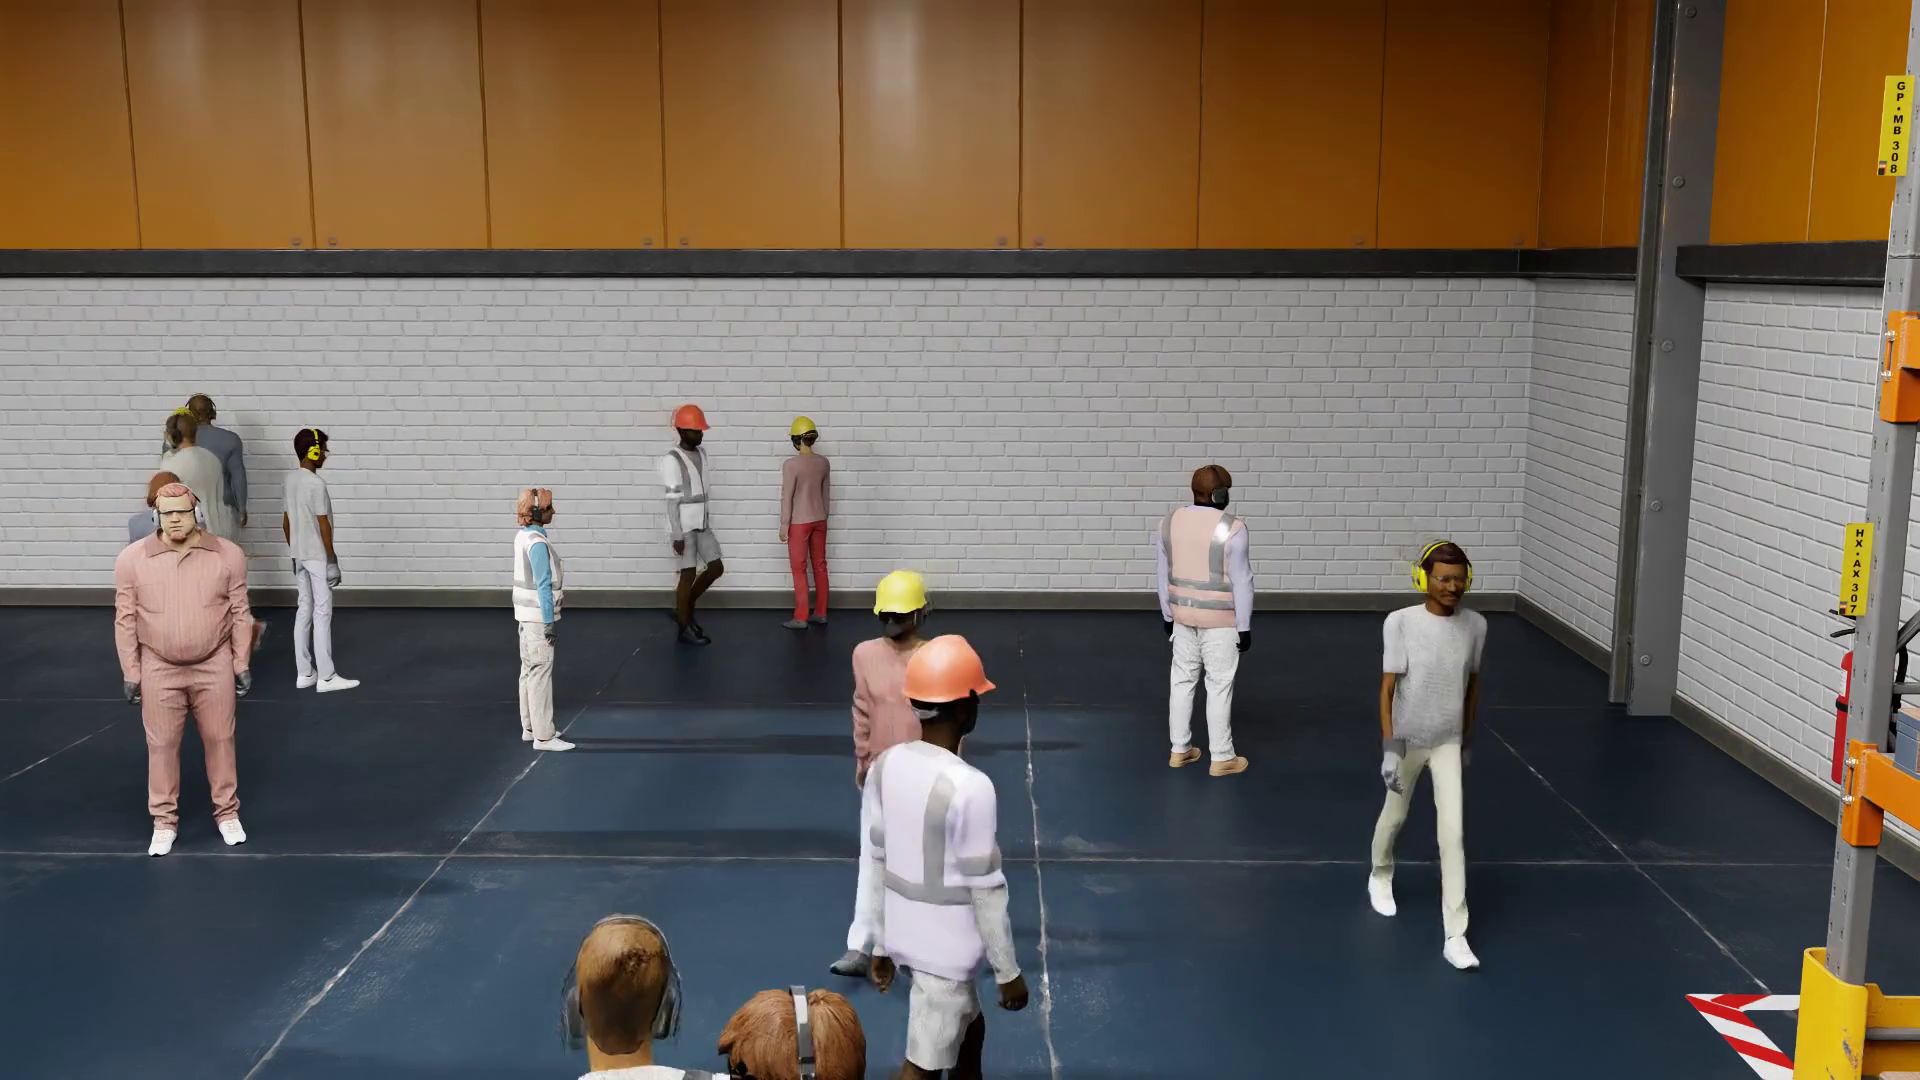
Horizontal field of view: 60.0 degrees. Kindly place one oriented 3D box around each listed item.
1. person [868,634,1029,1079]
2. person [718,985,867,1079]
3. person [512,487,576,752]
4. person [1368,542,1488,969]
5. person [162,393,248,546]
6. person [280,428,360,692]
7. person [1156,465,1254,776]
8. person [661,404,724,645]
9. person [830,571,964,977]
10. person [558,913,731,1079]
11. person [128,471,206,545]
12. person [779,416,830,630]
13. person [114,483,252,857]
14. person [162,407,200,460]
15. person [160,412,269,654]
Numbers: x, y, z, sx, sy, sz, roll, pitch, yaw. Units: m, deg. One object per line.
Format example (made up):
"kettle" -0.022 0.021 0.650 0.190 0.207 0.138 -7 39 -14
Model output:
"person" -0.121 1.237 5.104 0.972 1.903 0.538 -6 11 -32
"person" -0.254 1.639 2.851 0.429 1.843 0.627 -3 10 -18
"person" -2.614 0.492 10.329 0.308 1.640 0.511 -5 11 -27
"person" 2.070 0.895 7.398 0.535 1.821 1.002 -1 10 -4
"person" -6.300 -0.260 13.946 0.629 1.937 0.373 -3 10 -16
"person" -4.558 0.142 11.757 0.518 1.865 0.327 7 12 35
"person" 1.469 0.470 9.857 0.634 1.841 0.429 8 13 41
"person" -2.111 -0.114 13.131 0.399 1.915 0.561 4 10 24
"person" -0.255 0.992 7.055 0.550 1.718 0.882 4 10 21
"person" -0.642 1.591 3.253 0.508 1.794 0.956 -2 10 -12
"person" -5.423 0.331 11.432 0.503 1.600 0.745 -4 10 -21
"person" -1.288 -0.145 13.794 0.329 1.761 0.526 8 12 40
"person" -3.970 0.655 8.549 0.642 1.909 0.410 -5 11 -26
"person" -6.398 -0.196 13.903 0.403 1.823 0.586 5 11 29
"person" -5.704 -0.018 12.615 0.876 1.912 0.633 1 10 5
